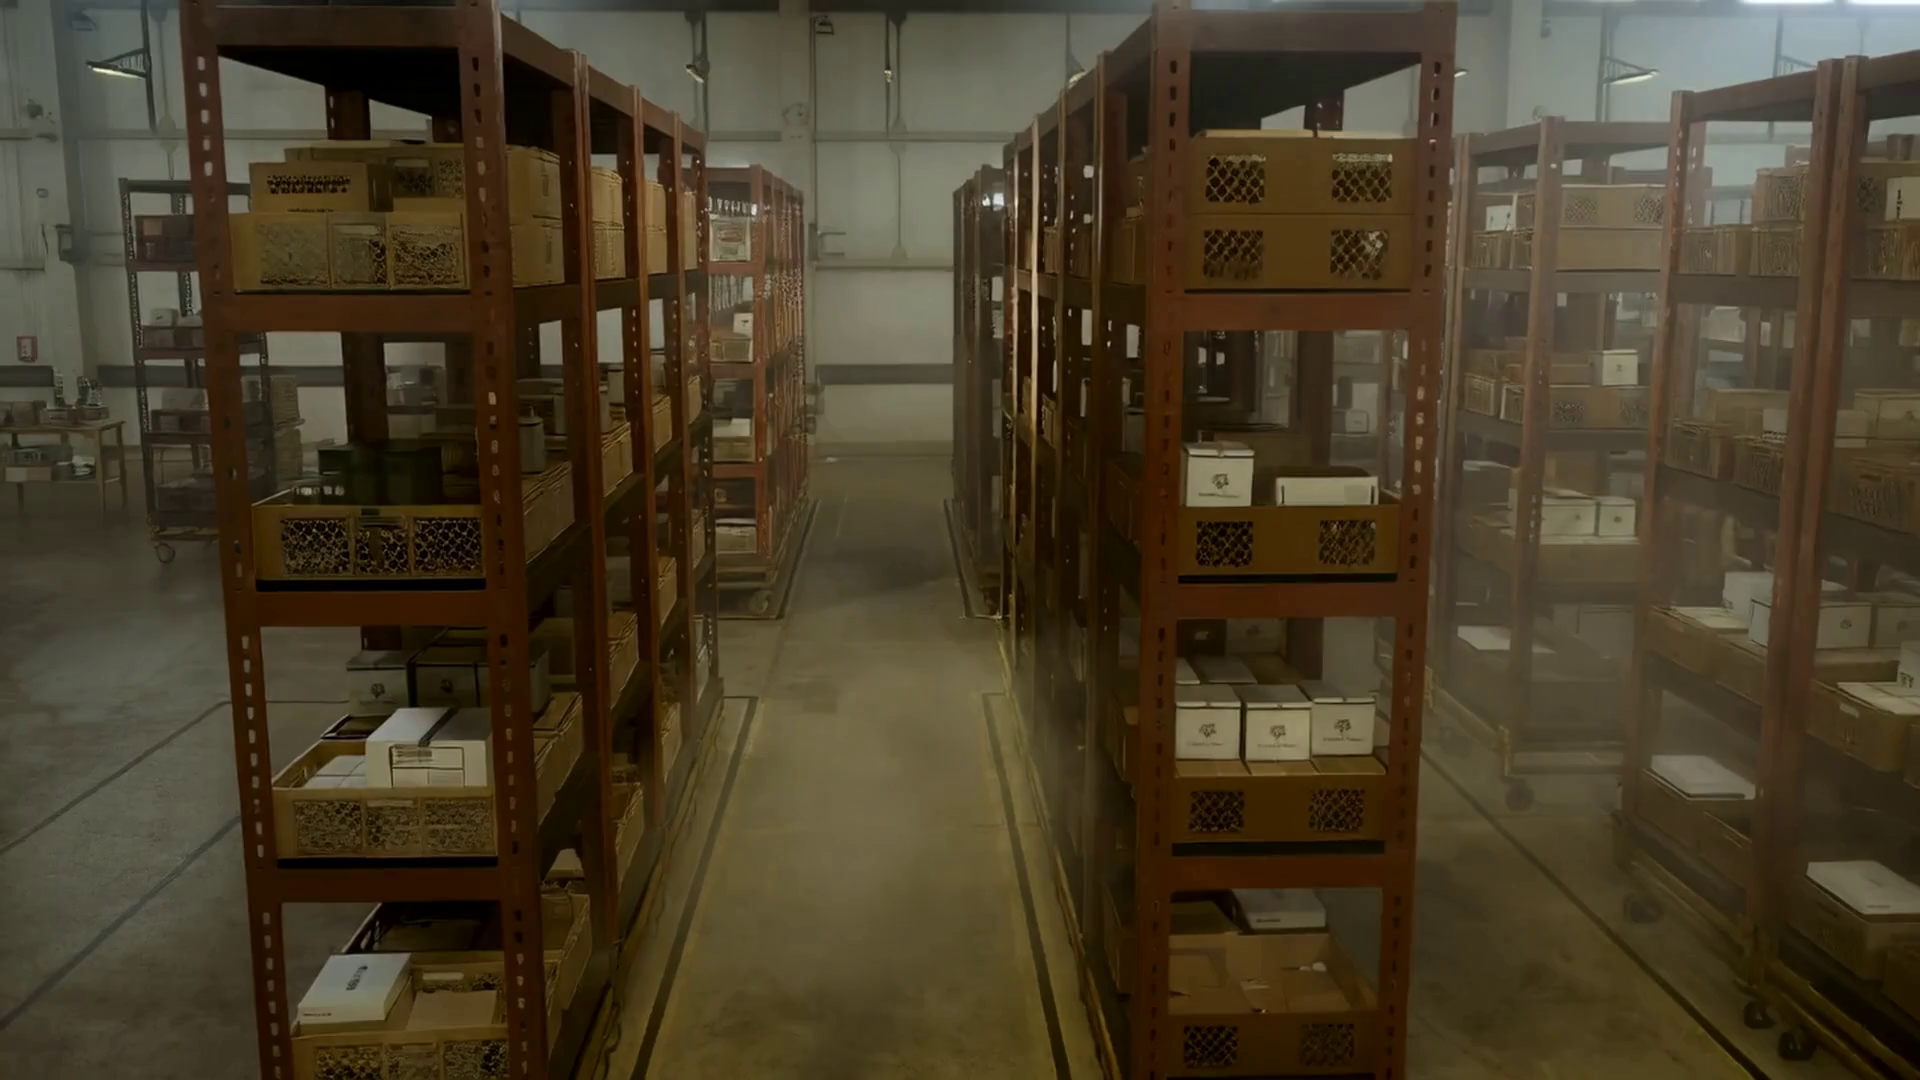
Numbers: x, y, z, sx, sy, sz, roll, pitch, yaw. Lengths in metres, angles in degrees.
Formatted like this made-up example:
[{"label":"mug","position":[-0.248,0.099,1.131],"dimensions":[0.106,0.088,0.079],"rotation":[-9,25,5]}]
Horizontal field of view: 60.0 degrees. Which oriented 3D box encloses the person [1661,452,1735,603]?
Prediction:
[{"label":"person","position":[5.937,-0.262,13.284],"dimensions":[0.705,1.827,0.570],"rotation":[1,10,6]}]
